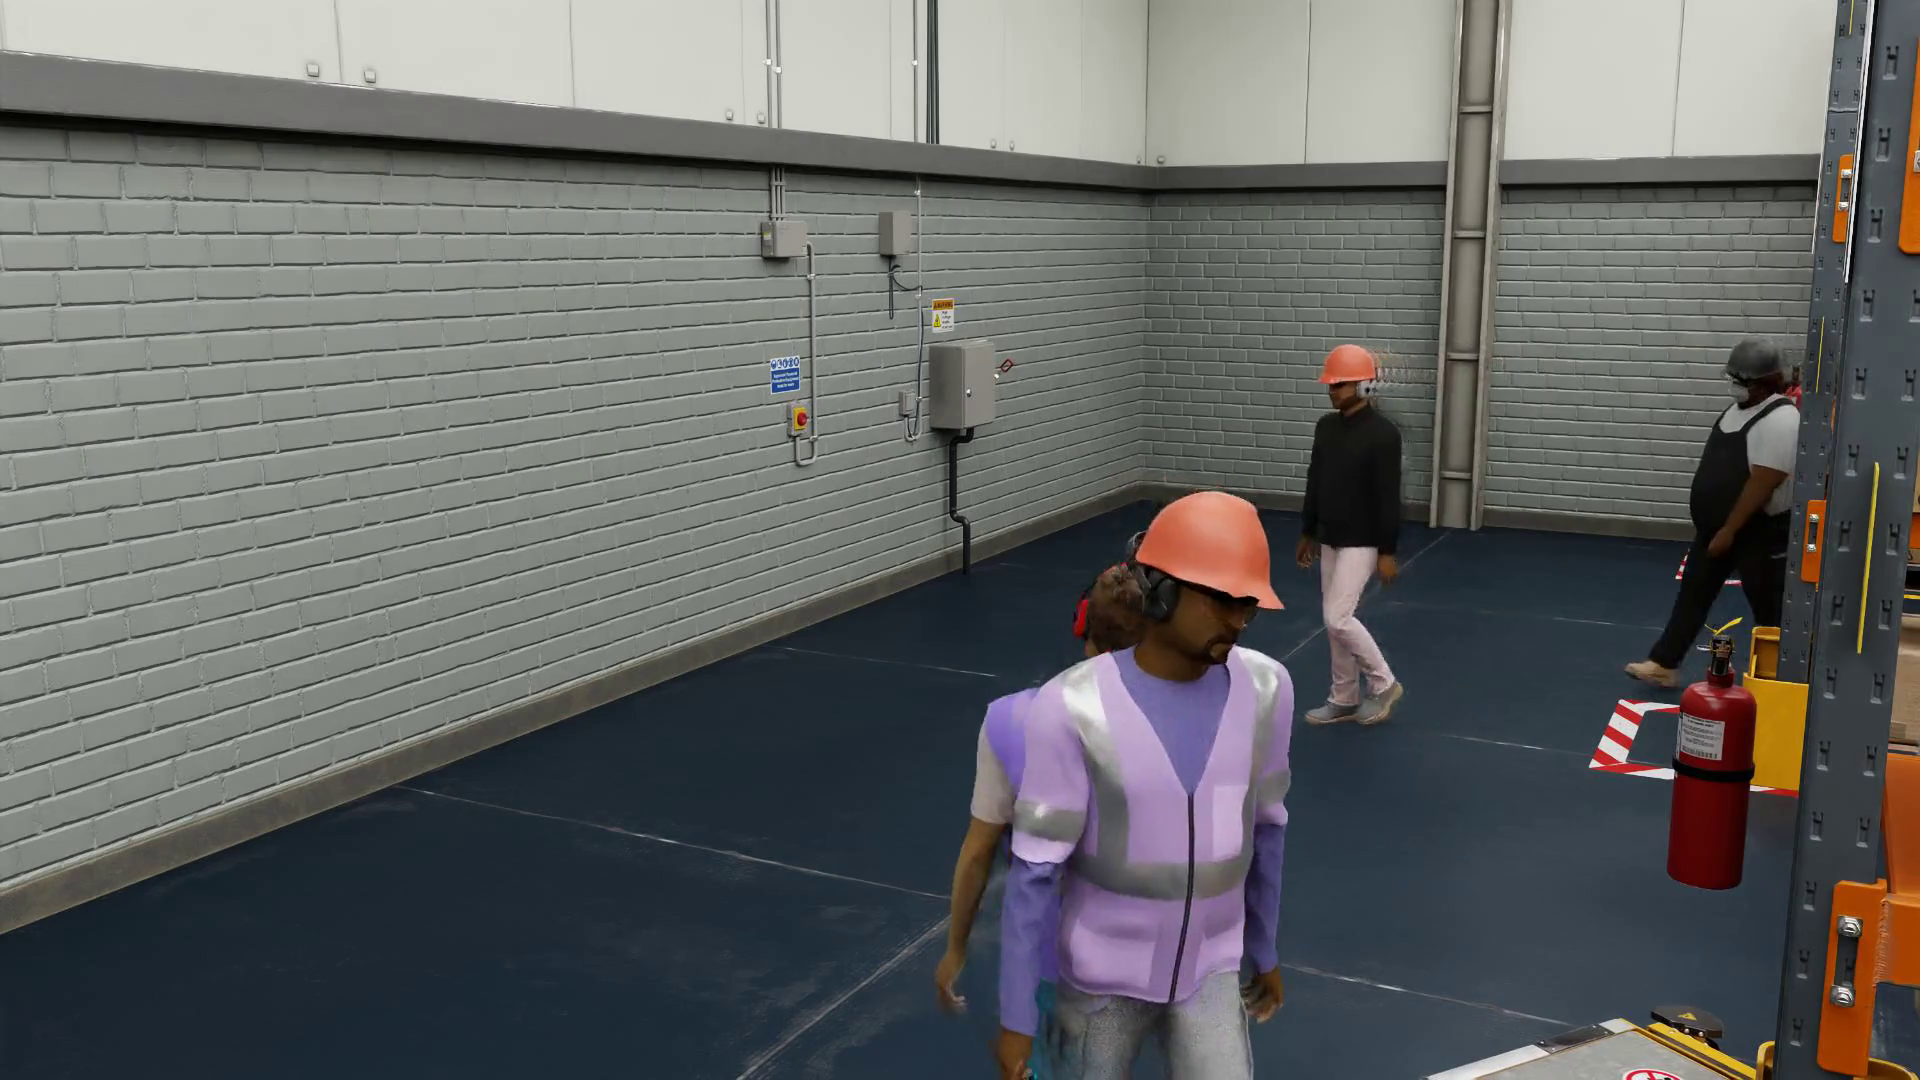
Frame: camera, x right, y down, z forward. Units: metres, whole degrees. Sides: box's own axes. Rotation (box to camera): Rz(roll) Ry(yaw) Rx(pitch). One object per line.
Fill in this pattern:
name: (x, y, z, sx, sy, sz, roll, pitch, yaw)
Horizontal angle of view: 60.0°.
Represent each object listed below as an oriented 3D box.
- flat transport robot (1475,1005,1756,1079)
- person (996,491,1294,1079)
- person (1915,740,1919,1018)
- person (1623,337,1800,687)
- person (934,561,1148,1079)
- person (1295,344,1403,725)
flat transport robot: (1.695, 1.586, 4.423, 1.431, 0.197, 0.652, -5, 12, -27)
person: (0.409, 0.903, 3.414, 0.699, 1.993, 0.961, -3, 11, -15)
person: (2.468, 0.852, 4.104, 0.325, 1.860, 0.515, 3, 11, 15)
person: (4.101, -0.111, 8.850, 0.922, 2.000, 0.697, -1, 10, -4)
person: (0.282, 0.935, 3.781, 0.638, 1.805, 0.582, -2, 11, -11)
person: (1.958, -0.001, 8.442, 0.427, 1.978, 0.616, -4, 11, -19)
